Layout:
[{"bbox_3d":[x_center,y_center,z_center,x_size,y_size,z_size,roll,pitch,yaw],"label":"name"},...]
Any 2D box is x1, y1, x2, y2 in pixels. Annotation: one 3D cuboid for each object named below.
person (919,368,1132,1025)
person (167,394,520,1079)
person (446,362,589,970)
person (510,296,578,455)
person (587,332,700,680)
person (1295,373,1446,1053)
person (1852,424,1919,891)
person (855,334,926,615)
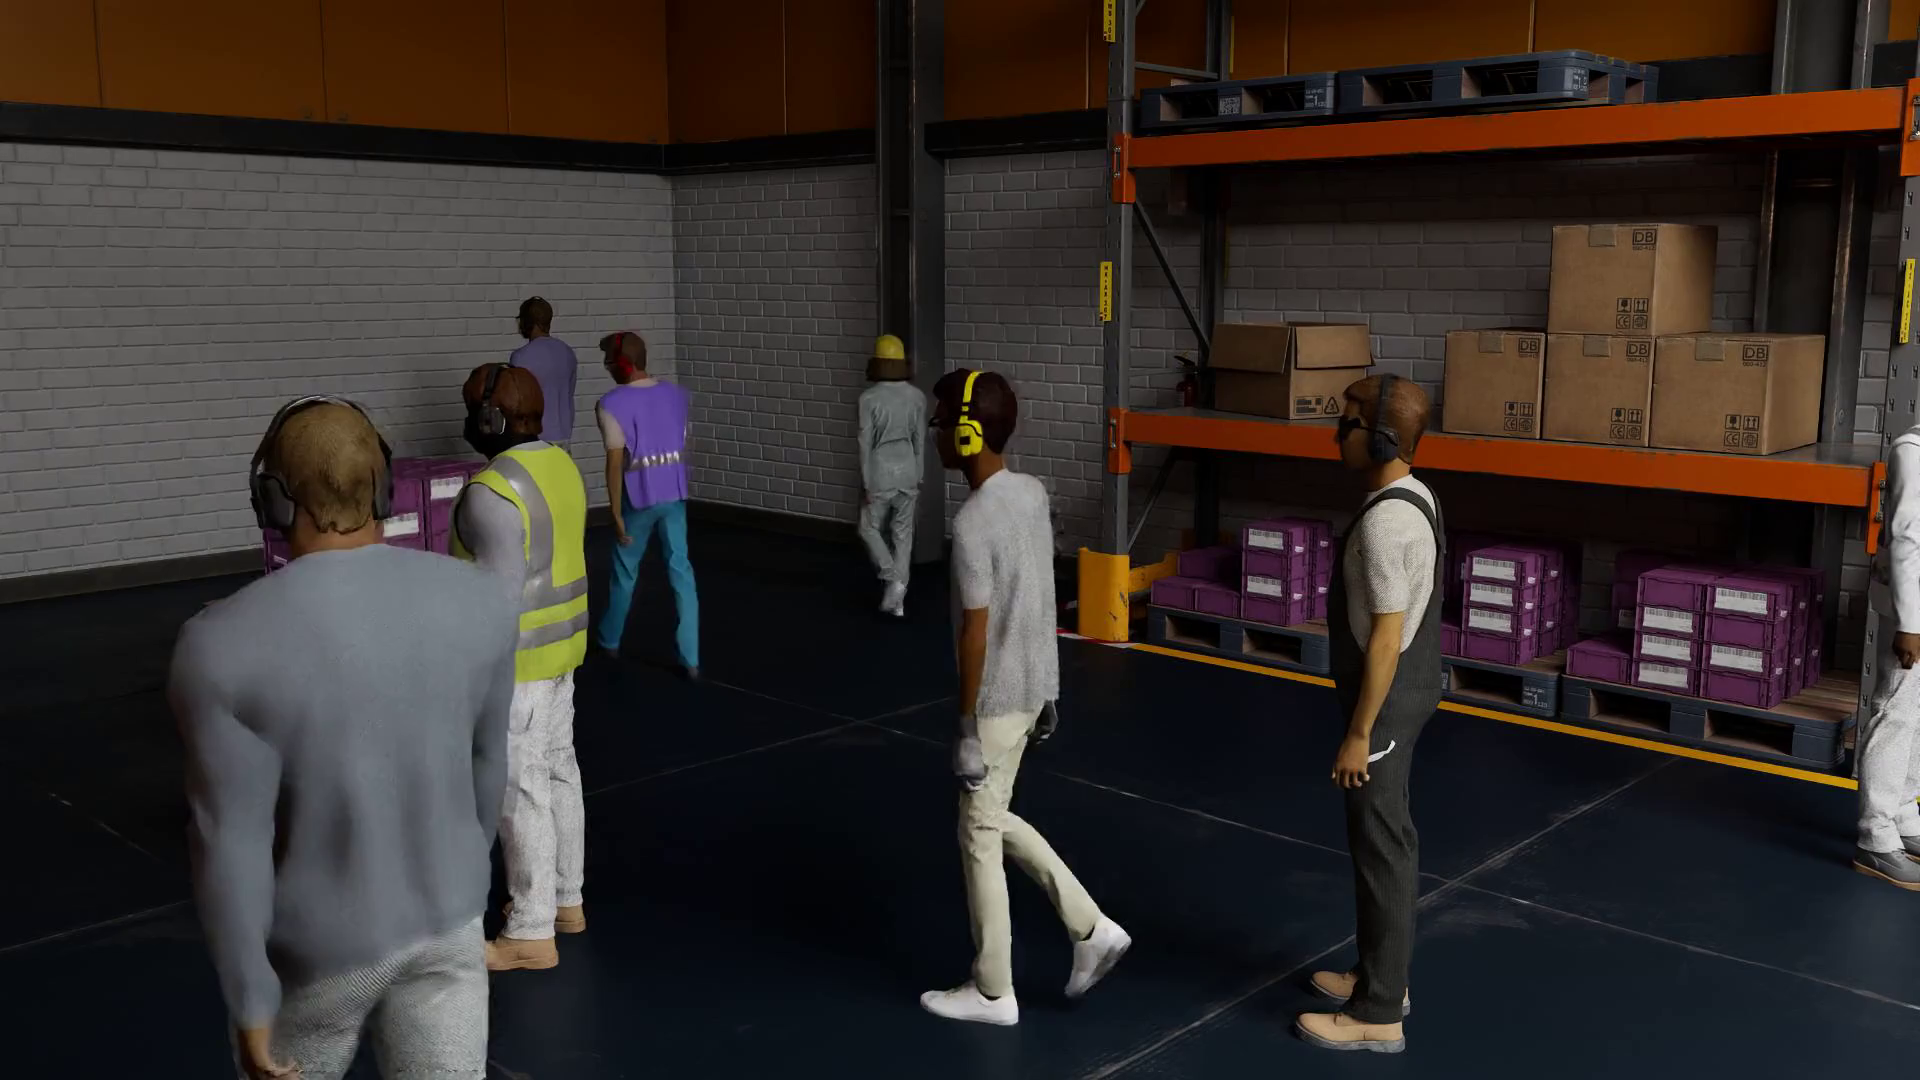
[{"bbox_3d":[0.163,0.455,4.585,0.499,1.855,0.551,4,10,25],"label":"person"},{"bbox_3d":[-1.119,0.687,3.024,0.630,1.893,0.973,-8,12,-42],"label":"person"},{"bbox_3d":[-1.357,0.381,5.083,0.429,1.842,0.635,1,9,8],"label":"person"},{"bbox_3d":[-2.765,-0.635,11.017,0.368,1.939,0.633,3,10,18],"label":"person"},{"bbox_3d":[-1.684,-0.191,8.737,0.616,1.782,0.968,-8,12,-41],"label":"person"},{"bbox_3d":[1.129,0.469,4.536,0.345,1.847,0.508,4,10,21],"label":"person"},{"bbox_3d":[3.362,0.250,5.767,0.574,1.883,0.361,-8,12,-41],"label":"person"},{"bbox_3d":[-0.410,-0.378,10.086,0.489,1.731,0.428,-5,11,-29],"label":"person"}]
